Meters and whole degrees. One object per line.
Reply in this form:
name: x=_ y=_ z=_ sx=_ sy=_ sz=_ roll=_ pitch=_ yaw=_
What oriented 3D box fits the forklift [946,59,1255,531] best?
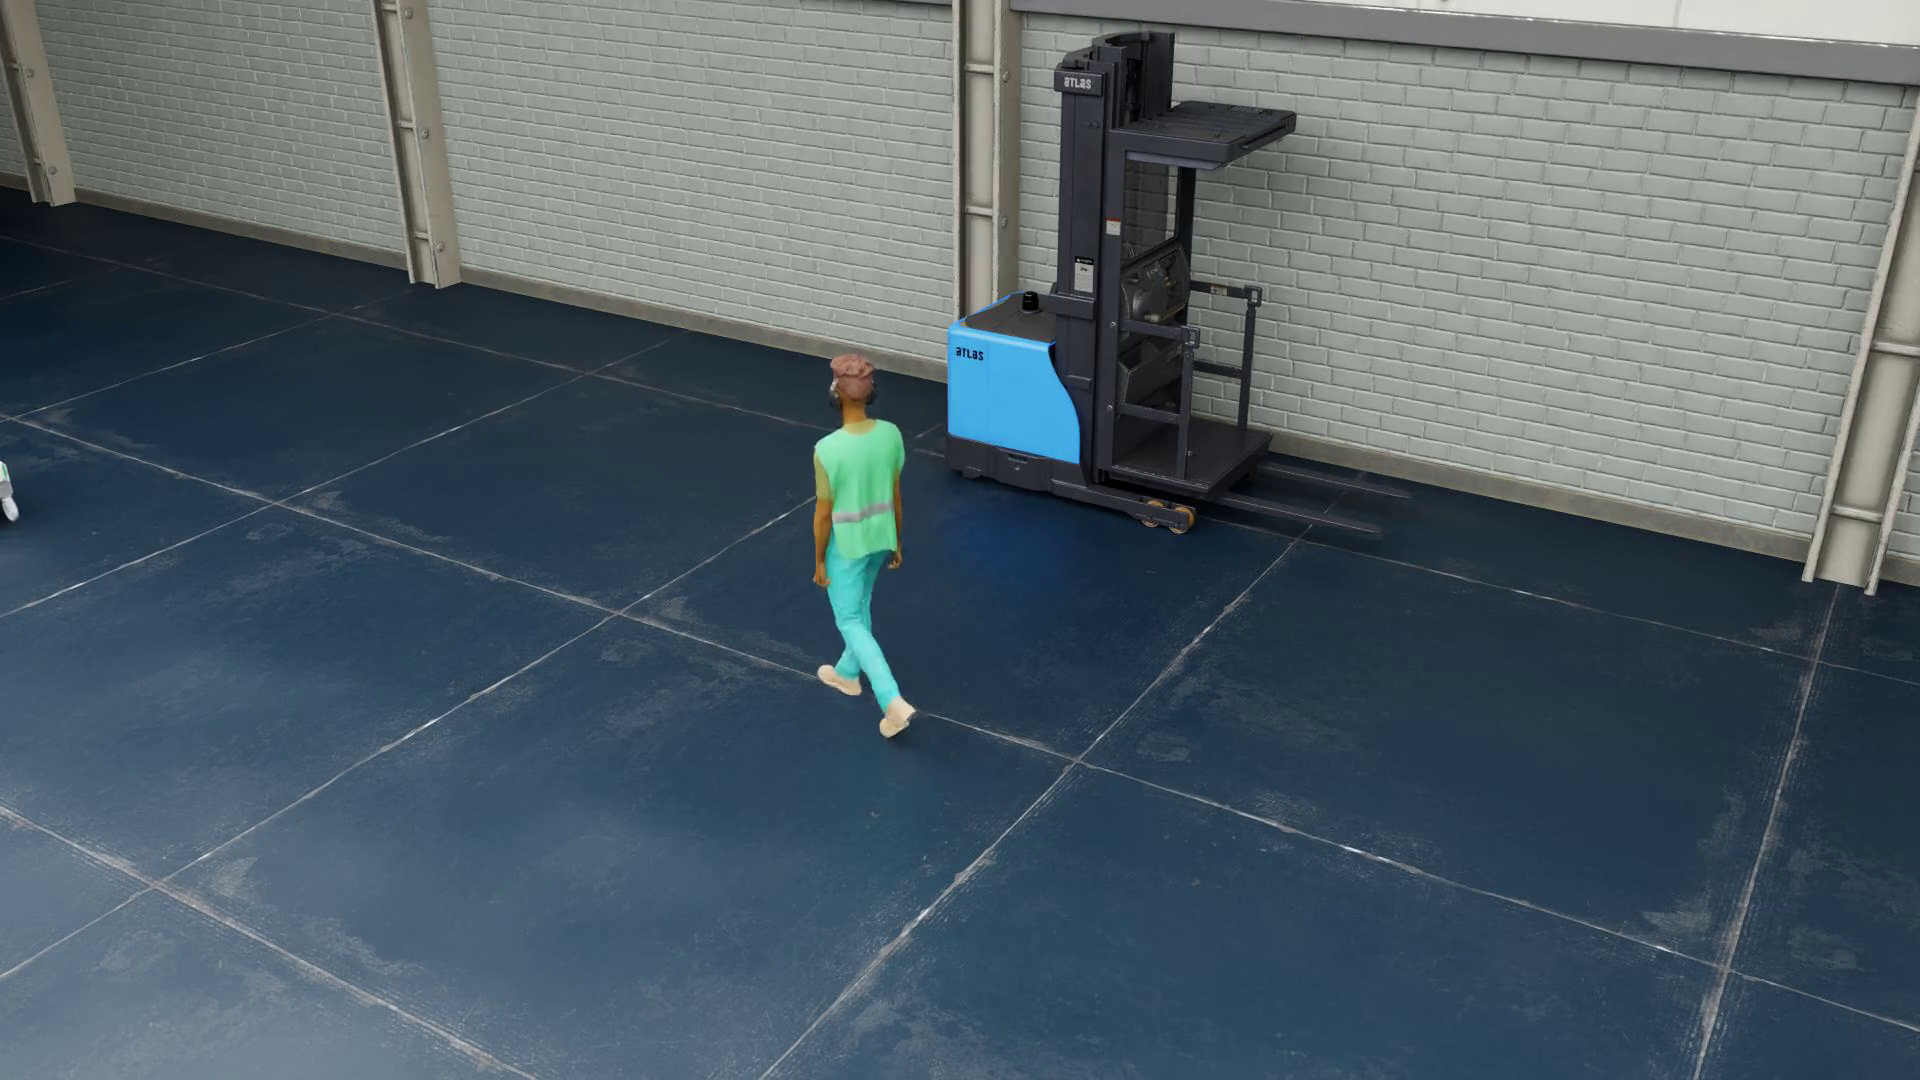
forklift: x=0.933 y=-1.707 z=10.833 sx=1.873 sy=2.768 sz=1.129 roll=15 pitch=29 yaw=28

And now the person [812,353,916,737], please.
person: x=-0.476 y=0.028 z=8.239 sx=0.492 sy=1.951 sz=0.873 roll=-19 pitch=31 yaw=-34

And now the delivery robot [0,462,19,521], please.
delivery robot: x=-6.471 y=-0.389 z=10.768 sx=0.810 sy=0.612 sz=0.499 roll=18 pitch=31 yaw=33
